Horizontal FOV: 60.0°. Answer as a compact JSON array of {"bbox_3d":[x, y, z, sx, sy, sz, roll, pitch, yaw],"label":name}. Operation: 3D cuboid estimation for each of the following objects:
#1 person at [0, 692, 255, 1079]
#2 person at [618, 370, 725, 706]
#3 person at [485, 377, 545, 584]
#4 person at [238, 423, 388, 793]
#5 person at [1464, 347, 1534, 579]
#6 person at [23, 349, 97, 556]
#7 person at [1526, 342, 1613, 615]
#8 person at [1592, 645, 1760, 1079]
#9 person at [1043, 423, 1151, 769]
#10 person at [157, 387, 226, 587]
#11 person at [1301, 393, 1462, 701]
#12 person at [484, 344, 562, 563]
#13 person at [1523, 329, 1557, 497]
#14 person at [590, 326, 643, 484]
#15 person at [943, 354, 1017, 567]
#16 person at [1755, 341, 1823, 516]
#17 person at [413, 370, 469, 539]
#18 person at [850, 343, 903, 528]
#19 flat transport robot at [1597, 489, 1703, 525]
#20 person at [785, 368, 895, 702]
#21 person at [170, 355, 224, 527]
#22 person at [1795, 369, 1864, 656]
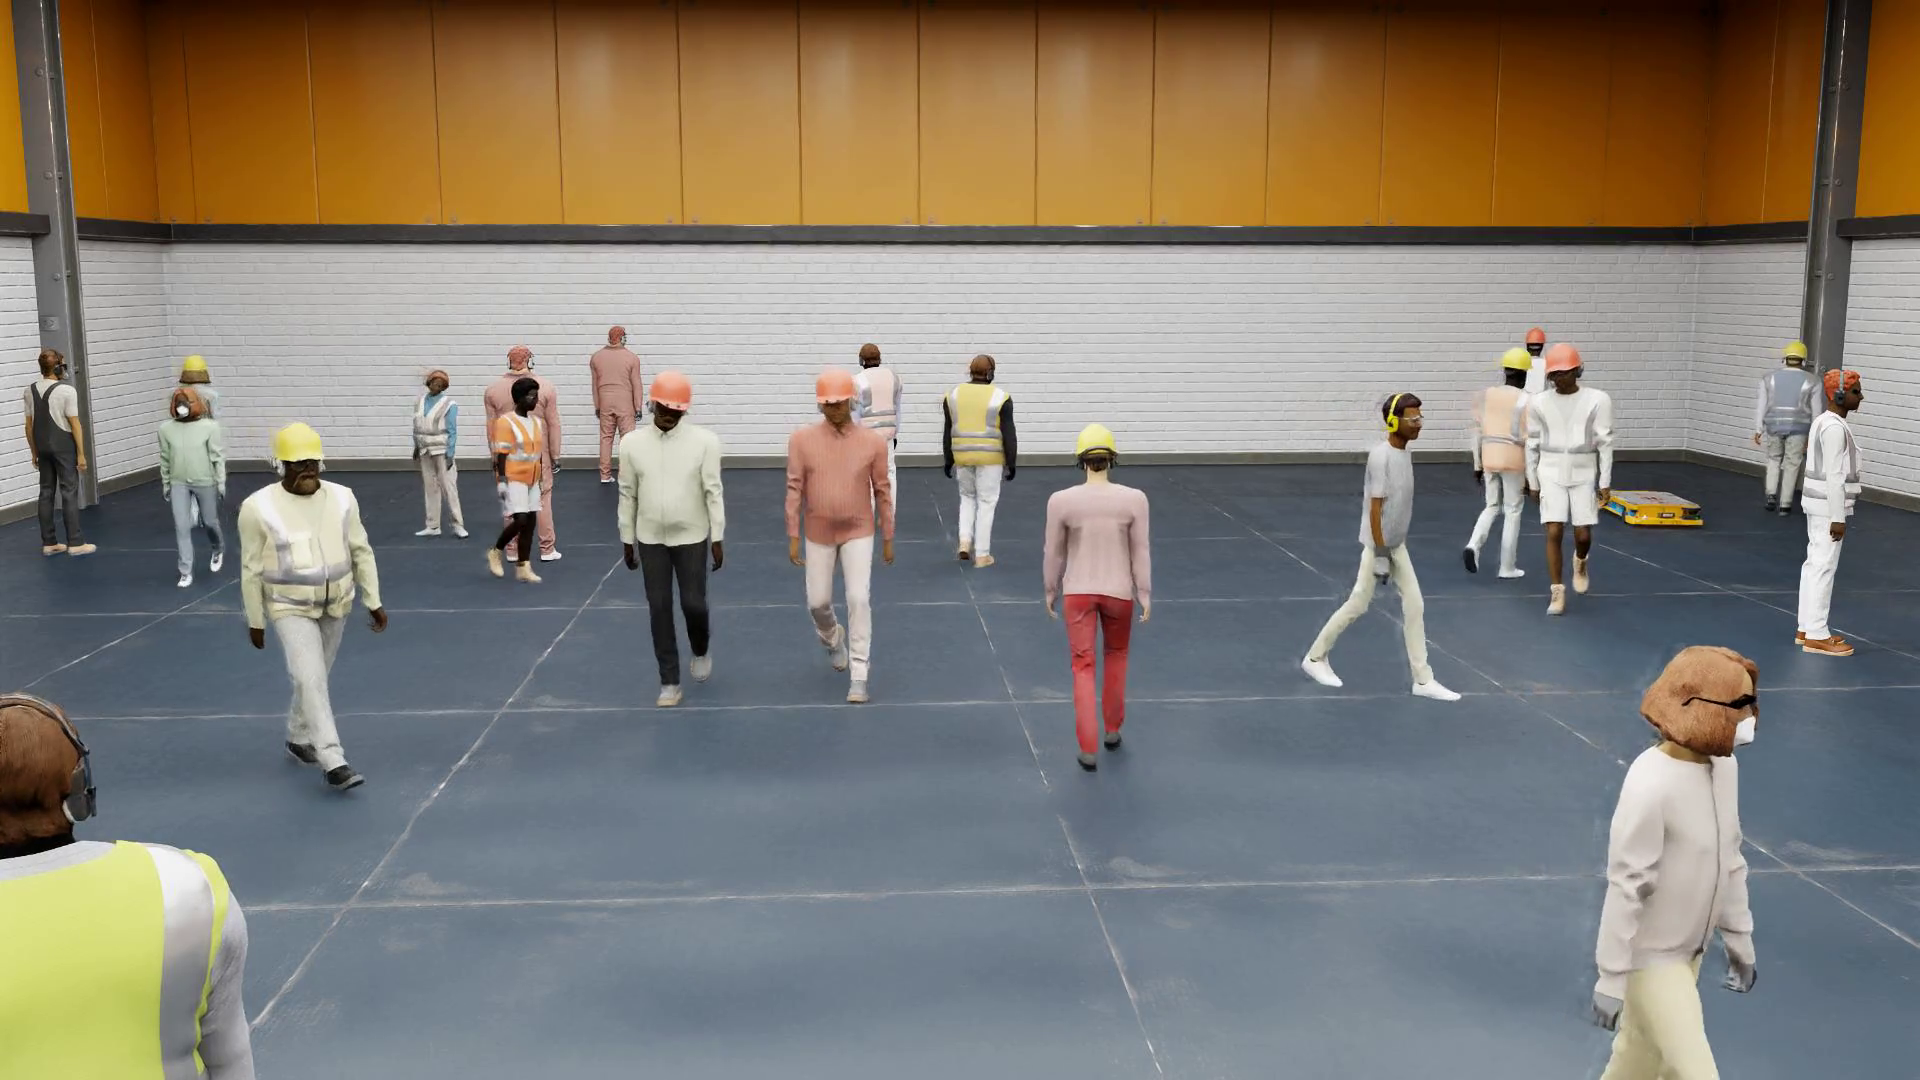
[{"bbox_3d":[-1.482,1.155,2.739,0.631,1.840,0.428,-9,13,-44],"label":"person"},{"bbox_3d":[-1.691,-0.022,9.745,0.638,1.960,0.569,0,9,1],"label":"person"},{"bbox_3d":[-3.569,-0.478,13.458,0.402,1.680,0.548,4,10,24],"label":"person"},{"bbox_3d":[-3.174,0.314,8.190,0.934,1.782,0.606,8,12,42],"label":"person"},{"bbox_3d":[4.434,-0.615,13.599,0.539,1.913,0.599,-8,12,-40],"label":"person"},{"bbox_3d":[-8.052,-0.774,14.835,0.517,1.842,0.327,1,9,8],"label":"person"},{"bbox_3d":[4.528,-0.469,12.385,0.633,2.014,0.675,4,10,25],"label":"person"},{"bbox_3d":[1.822,1.056,4.073,0.524,1.604,0.705,-9,13,-44],"label":"person"},{"bbox_3d":[0.703,0.269,8.607,0.547,1.735,0.751,0,9,1],"label":"person"},{"bbox_3d":[-6.270,-0.461,13.637,0.504,1.611,0.751,-2,9,-11],"label":"person"},{"bbox_3d":[2.495,0.025,9.923,0.972,1.822,0.535,7,12,38],"label":"person"},{"bbox_3d":[-3.779,-0.745,14.475,0.640,1.904,0.410,0,9,-3],"label":"person"},{"bbox_3d":[6.551,-1.458,18.986,0.552,1.913,0.768,4,10,23],"label":"person"},{"bbox_3d":[-4.086,-1.612,19.931,0.642,1.900,0.403,2,9,11],"label":"person"},{"bbox_3d":[0.178,-0.679,14.295,0.652,1.825,0.445,4,10,21],"label":"person"},{"bbox_3d":[8.622,-1.155,17.297,0.624,1.818,0.430,7,11,38],"label":"person"},{"bbox_3d":[-4.984,-0.811,15.802,0.606,1.614,0.324,5,10,30],"label":"person"},{"bbox_3d":[-0.860,-1.005,16.308,0.619,1.840,0.430,-7,11,-37],"label":"person"},{"bbox_3d":[7.050,-0.342,17.044,0.652,0.197,1.431,1,9,7],"label":"flat transport robot"},{"bbox_3d":[-0.711,-0.057,9.968,0.679,1.966,0.763,0,9,-1],"label":"person"},{"bbox_3d":[-7.519,-0.959,16.374,0.489,1.723,0.663,1,9,4],"label":"person"},{"bbox_3d":[5.776,-0.186,11.027,0.355,1.882,0.576,3,10,19],"label":"person"}]
